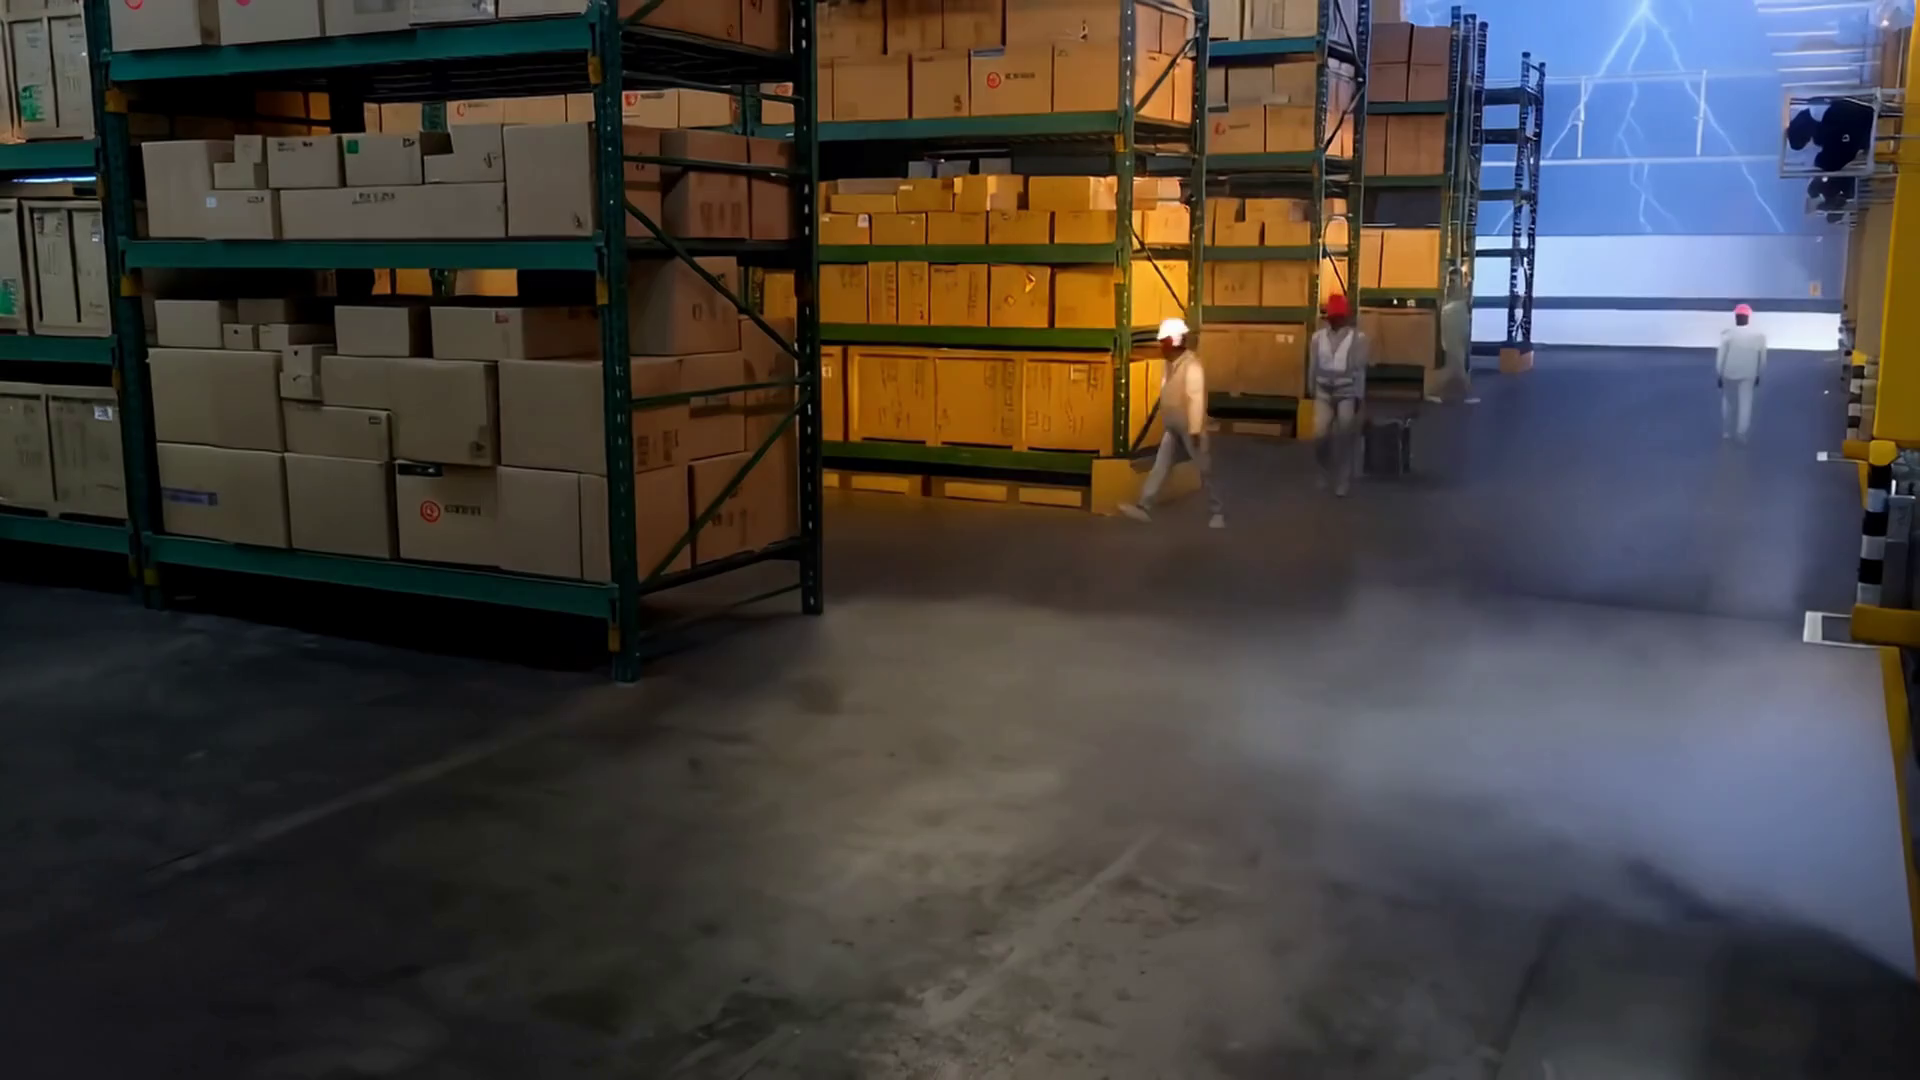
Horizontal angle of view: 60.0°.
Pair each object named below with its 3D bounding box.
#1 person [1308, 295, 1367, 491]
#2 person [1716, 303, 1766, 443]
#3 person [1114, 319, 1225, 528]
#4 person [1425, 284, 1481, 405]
[{"bbox_3d":[3.656,-1.420,16.221,0.624,1.922,0.584,6,11,30],"label":"person"},{"bbox_3d":[9.674,-2.071,20.617,0.559,1.717,0.862,4,11,23],"label":"person"},{"bbox_3d":[1.854,-0.980,14.136,0.934,1.761,0.658,-3,10,-18],"label":"person"},{"bbox_3d":[7.624,-2.996,25.634,0.983,1.871,0.652,-1,10,-4],"label":"person"}]
